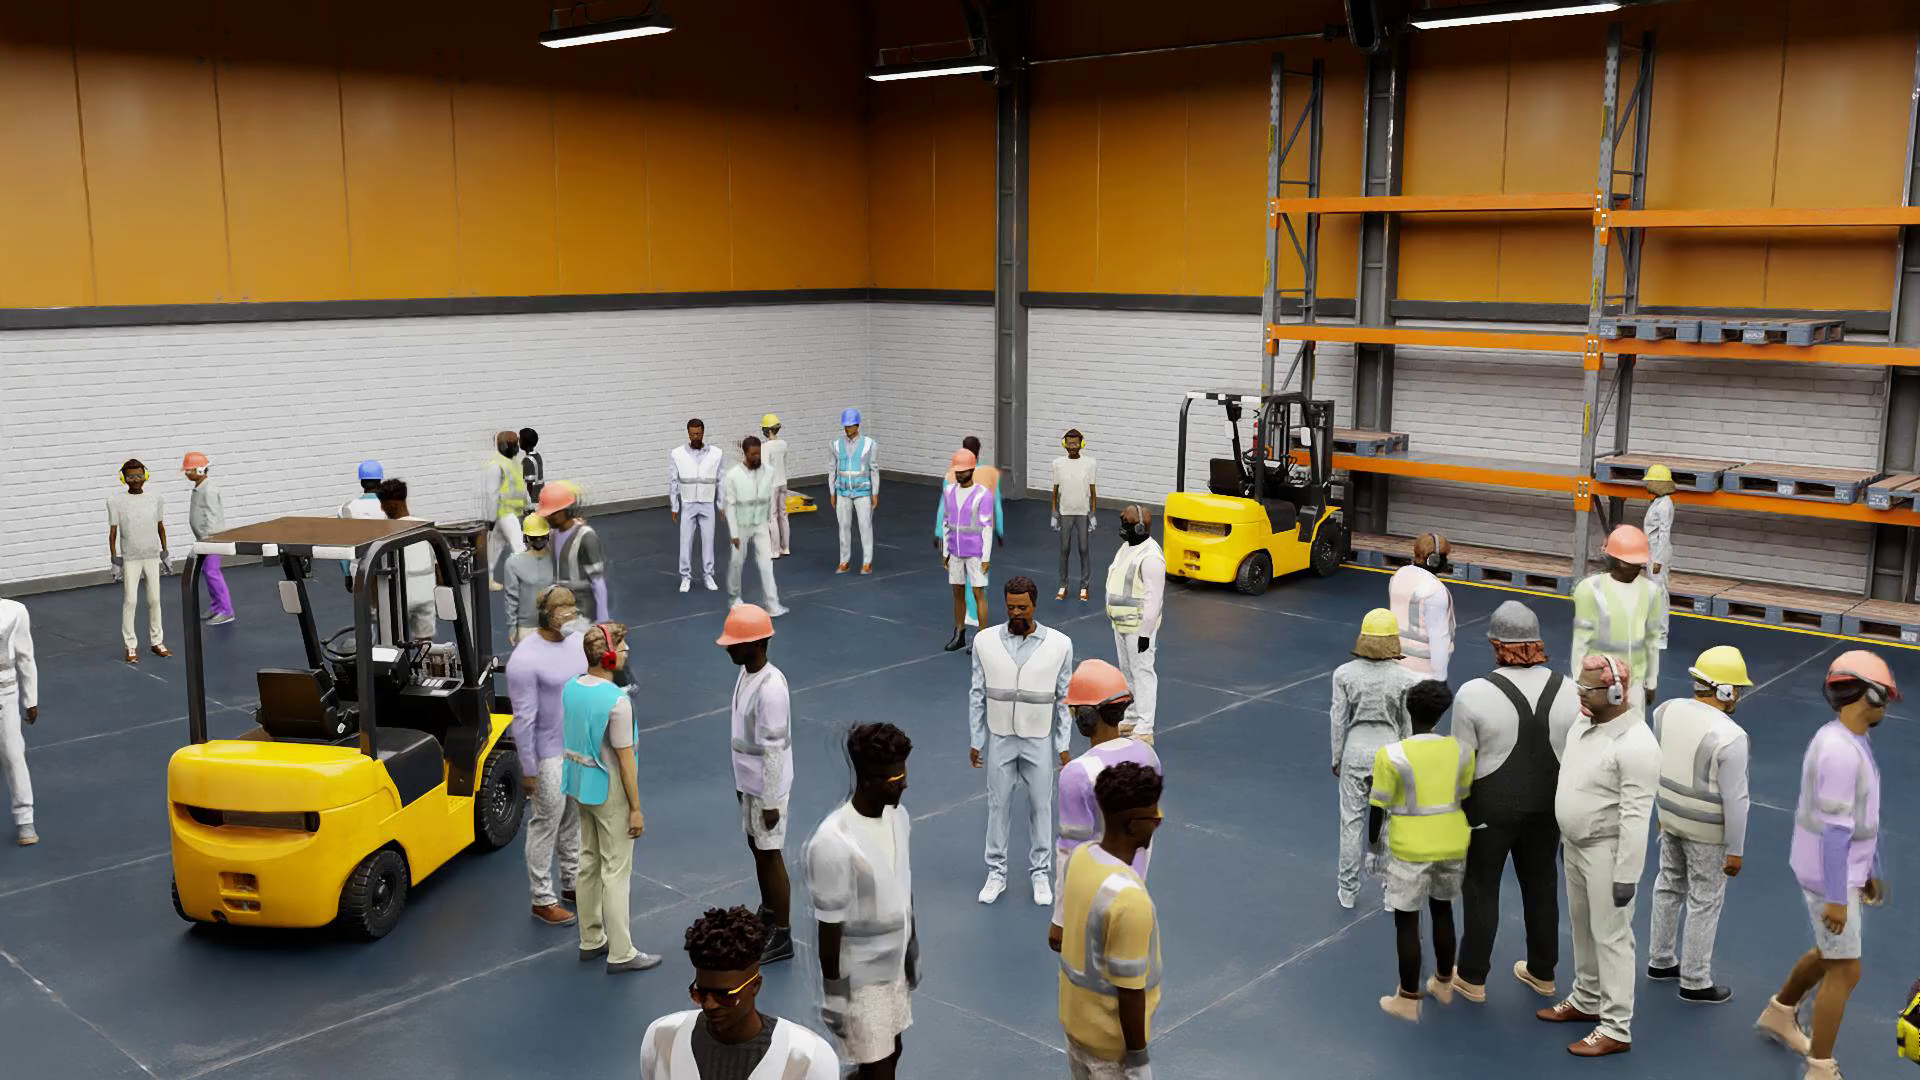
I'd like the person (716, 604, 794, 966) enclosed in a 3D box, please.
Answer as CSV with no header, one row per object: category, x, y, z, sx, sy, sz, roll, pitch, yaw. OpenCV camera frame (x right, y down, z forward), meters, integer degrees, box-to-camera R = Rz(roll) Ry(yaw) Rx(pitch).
person,-1.079,1.279,8.788,0.387,1.929,0.547,-4,11,-21

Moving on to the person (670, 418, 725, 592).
person,-2.891,-0.389,18.311,0.597,1.916,0.371,-3,10,-16

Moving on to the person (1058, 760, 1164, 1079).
person,0.552,1.750,6.037,0.379,1.958,0.613,-3,10,-15

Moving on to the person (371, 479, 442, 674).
person,-4.451,0.468,13.373,0.436,1.940,0.617,9,13,40

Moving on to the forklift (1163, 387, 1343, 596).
forklift,3.298,-0.608,18.767,1.214,2.155,2.313,9,13,42

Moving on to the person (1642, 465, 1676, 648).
person,6.568,0.154,15.716,0.322,1.742,0.493,3,10,17

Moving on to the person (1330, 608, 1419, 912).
person,2.358,1.249,9.496,0.487,1.737,0.321,3,11,19

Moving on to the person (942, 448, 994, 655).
person,0.052,0.105,15.472,0.544,1.930,0.388,7,12,35

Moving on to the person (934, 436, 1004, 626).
person,0.071,-0.101,16.785,0.705,1.871,0.757,-5,11,-24

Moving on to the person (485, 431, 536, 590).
person,-4.903,-0.311,18.244,0.996,1.779,0.637,0,10,2

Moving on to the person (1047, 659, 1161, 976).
person,0.591,1.515,7.162,0.403,2.031,0.612,8,13,40

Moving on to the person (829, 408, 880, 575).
person,-1.224,-0.557,19.221,0.613,1.941,0.414,2,10,12

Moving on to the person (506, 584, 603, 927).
person,-2.257,1.188,9.309,0.379,1.931,0.635,4,11,24

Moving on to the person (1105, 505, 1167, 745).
person,1.317,0.647,12.629,0.429,1.844,0.627,-3,10,-16

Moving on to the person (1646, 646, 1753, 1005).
person,3.706,1.417,8.315,0.403,1.819,0.601,-3,10,-17

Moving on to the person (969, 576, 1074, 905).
person,0.347,1.143,9.584,0.596,1.918,0.384,1,10,7

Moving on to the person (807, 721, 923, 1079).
person,-0.361,1.657,6.539,0.470,1.954,0.637,5,11,26

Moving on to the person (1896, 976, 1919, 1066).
person,2.590,2.071,4.478,0.526,1.860,0.321,1,10,8

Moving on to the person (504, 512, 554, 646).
person,-3.221,0.658,12.782,0.527,1.768,0.314,-5,11,-28

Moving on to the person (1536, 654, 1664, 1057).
person,2.996,1.462,7.832,0.399,1.900,0.648,-1,10,-5

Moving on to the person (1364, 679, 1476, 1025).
person,2.264,1.513,8.135,0.573,1.675,0.358,-2,10,-13

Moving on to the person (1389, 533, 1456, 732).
person,3.184,0.858,11.471,0.429,1.831,0.635,-2,10,-13

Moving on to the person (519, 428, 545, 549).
person,-4.985,-0.460,19.342,0.316,1.696,0.541,0,10,-3

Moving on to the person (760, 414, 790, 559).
person,-2.285,-0.650,20.225,0.323,1.767,0.533,5,11,27

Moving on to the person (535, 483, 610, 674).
person,-2.961,0.553,12.690,0.560,2.005,0.635,-9,13,-41

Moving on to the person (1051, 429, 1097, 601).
person,1.224,-0.272,17.824,0.500,1.861,0.328,2,10,9

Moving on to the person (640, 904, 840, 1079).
person,-0.636,1.974,4.719,0.602,1.966,0.368,2,10,11

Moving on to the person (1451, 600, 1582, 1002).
person,2.752,1.291,8.394,0.685,2.000,0.535,-1,10,-8

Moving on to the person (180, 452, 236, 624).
person,-7.596,-0.027,16.756,0.389,1.738,0.579,-8,13,-39

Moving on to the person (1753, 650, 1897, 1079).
person,3.893,1.489,7.448,0.549,1.989,0.680,7,12,34

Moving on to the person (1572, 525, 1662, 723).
person,4.245,0.878,10.800,0.629,2.021,0.539,-2,10,-12

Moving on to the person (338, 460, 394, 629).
person,-5.091,0.267,14.522,0.605,1.939,0.415,-1,10,-4

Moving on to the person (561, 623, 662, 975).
person,-1.855,1.342,8.659,0.564,1.846,0.390,10,14,44

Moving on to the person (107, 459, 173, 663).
person,-7.497,0.177,15.226,0.534,1.868,0.310,-9,14,-43

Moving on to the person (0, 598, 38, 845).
person,-6.114,1.014,10.446,0.577,1.879,0.350,-4,11,-24

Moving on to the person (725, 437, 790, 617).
person,-2.113,-0.129,16.979,0.600,1.858,0.998,-8,13,-38

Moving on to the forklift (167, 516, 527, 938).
forklift,-3.583,0.976,9.748,1.214,2.155,2.313,2,10,11

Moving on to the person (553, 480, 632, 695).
person,-3.192,0.440,13.722,0.971,1.881,0.604,-5,11,-24
